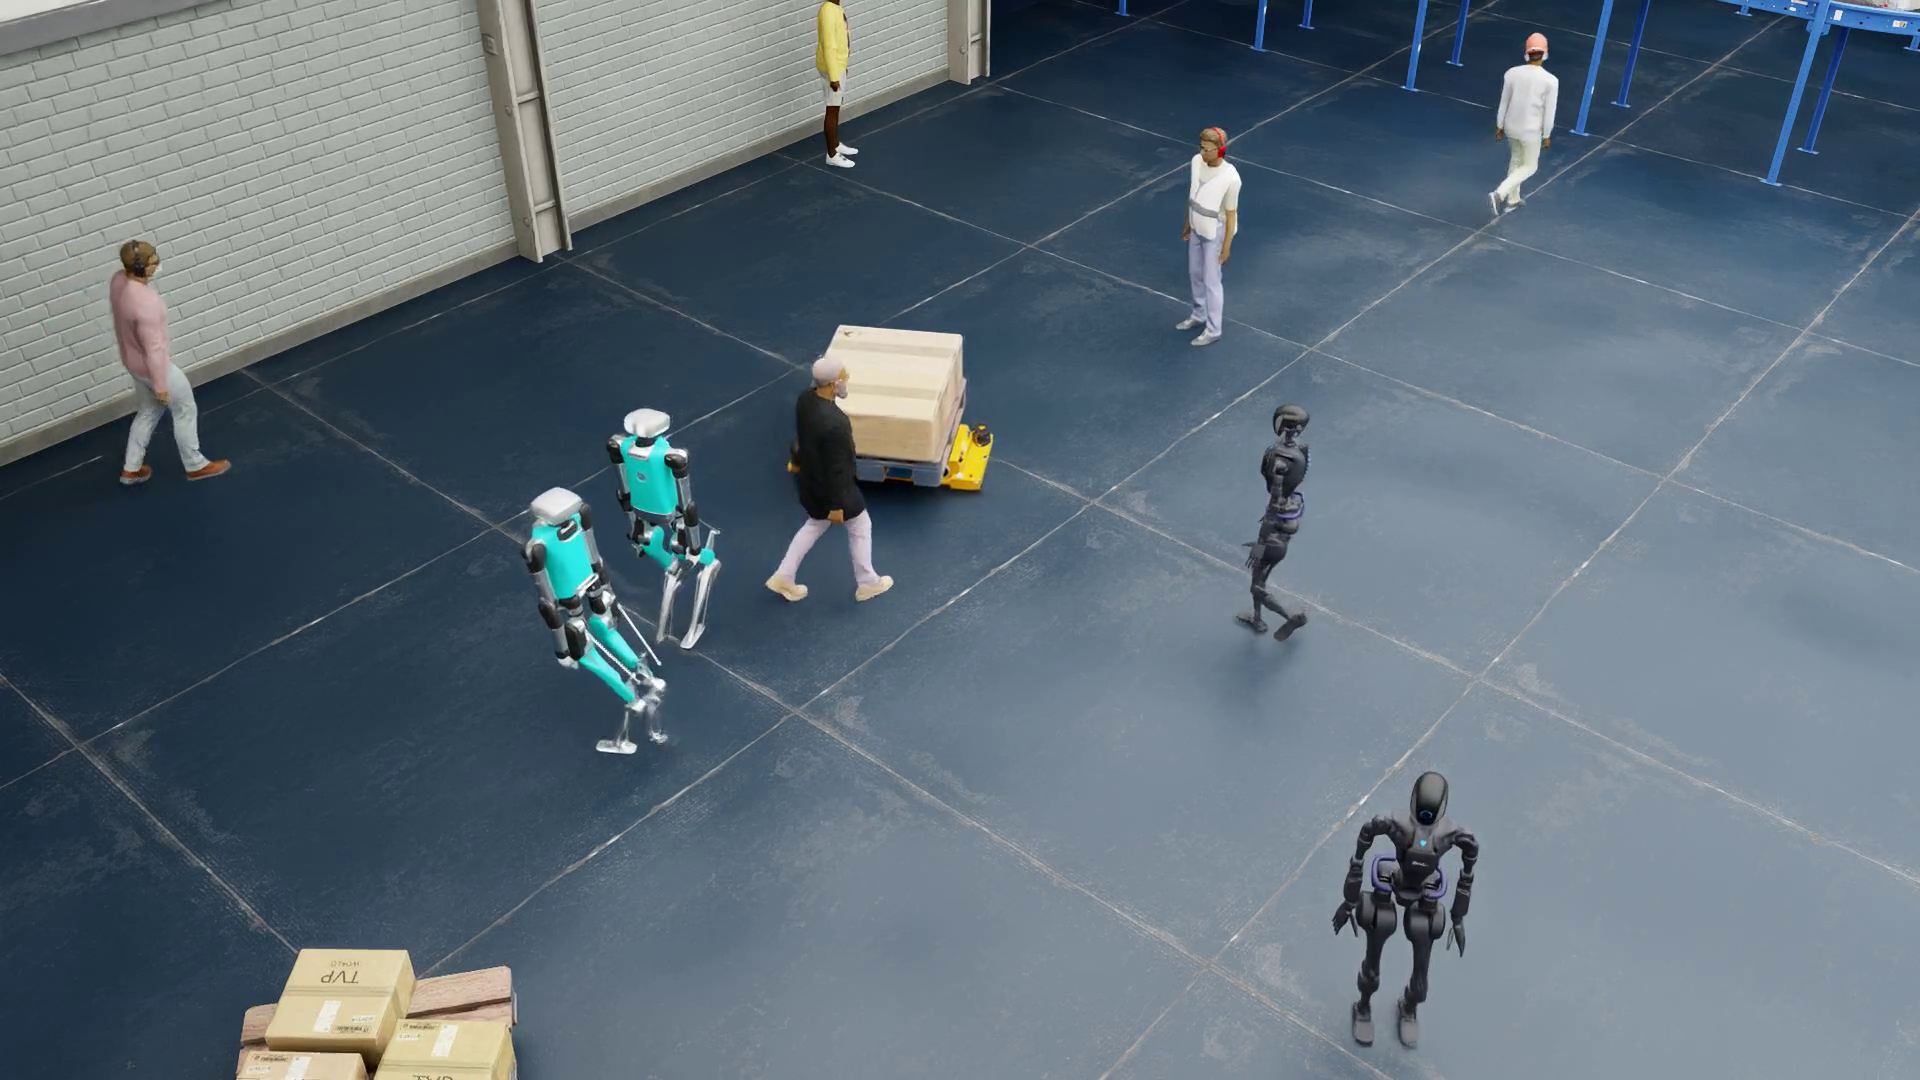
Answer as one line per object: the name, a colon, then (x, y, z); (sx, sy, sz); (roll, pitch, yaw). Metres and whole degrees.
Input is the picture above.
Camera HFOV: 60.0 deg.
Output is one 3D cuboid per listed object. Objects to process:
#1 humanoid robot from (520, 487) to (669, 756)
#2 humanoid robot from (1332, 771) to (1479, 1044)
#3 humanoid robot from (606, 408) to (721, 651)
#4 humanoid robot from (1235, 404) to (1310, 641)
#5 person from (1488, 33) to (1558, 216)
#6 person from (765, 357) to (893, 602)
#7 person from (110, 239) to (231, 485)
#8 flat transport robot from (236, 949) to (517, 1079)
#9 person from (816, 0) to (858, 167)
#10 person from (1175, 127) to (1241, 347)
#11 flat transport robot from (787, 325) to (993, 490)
humanoid robot: (-1.967, 0.551, 9.369); (0.736, 1.802, 0.530); (15, 38, 20)
humanoid robot: (2.068, 1.717, 7.755); (0.612, 1.649, 0.326); (6, 36, 9)
humanoid robot: (-1.735, -0.087, 10.257); (0.539, 1.820, 0.671); (14, 38, 19)
humanoid robot: (2.008, -0.084, 10.318); (0.428, 1.653, 0.599); (12, 37, 17)
person: (5.243, -3.847, 15.541); (0.612, 1.711, 0.566); (-21, 41, -27)
person: (-0.862, -0.356, 10.554); (0.823, 1.826, 0.535); (-20, 40, -25)
person: (-5.743, -1.189, 11.658); (0.704, 1.905, 0.648); (-28, 44, -33)
flat transport robot: (-2.626, 2.666, 7.644); (0.659, 0.231, 1.431); (-7, 36, -10)
person: (-1.240, -4.689, 16.568); (0.373, 1.900, 0.541); (3, 36, 4)
person: (2.031, -2.485, 13.528); (0.402, 1.837, 0.576); (-16, 39, -22)
flat transport robot: (-0.511, -0.675, 12.335); (1.431, 0.231, 0.659); (5, 36, 8)
